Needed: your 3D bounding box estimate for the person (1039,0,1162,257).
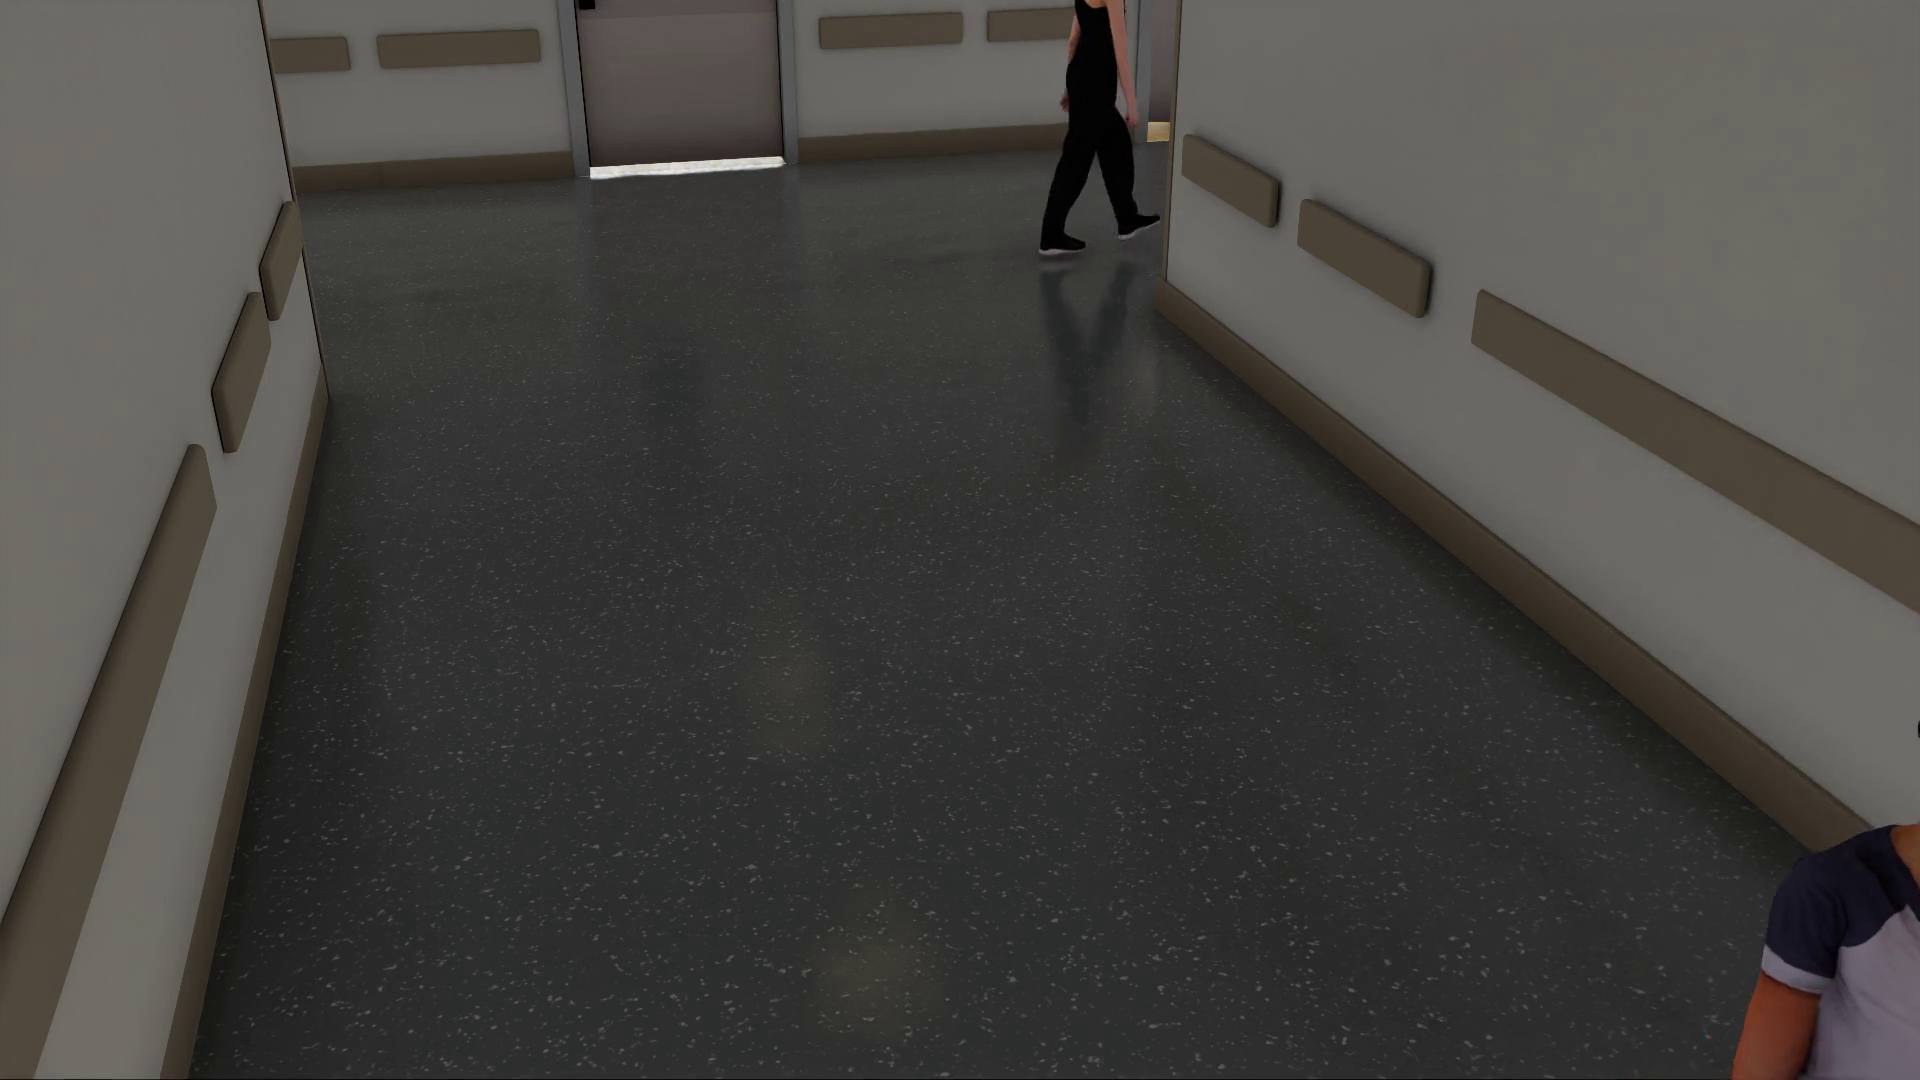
[{"bbox_3d":[0.587,-2.280,8.468,1.005,1.717,0.692,-10,27,-20],"label":"person"}]
